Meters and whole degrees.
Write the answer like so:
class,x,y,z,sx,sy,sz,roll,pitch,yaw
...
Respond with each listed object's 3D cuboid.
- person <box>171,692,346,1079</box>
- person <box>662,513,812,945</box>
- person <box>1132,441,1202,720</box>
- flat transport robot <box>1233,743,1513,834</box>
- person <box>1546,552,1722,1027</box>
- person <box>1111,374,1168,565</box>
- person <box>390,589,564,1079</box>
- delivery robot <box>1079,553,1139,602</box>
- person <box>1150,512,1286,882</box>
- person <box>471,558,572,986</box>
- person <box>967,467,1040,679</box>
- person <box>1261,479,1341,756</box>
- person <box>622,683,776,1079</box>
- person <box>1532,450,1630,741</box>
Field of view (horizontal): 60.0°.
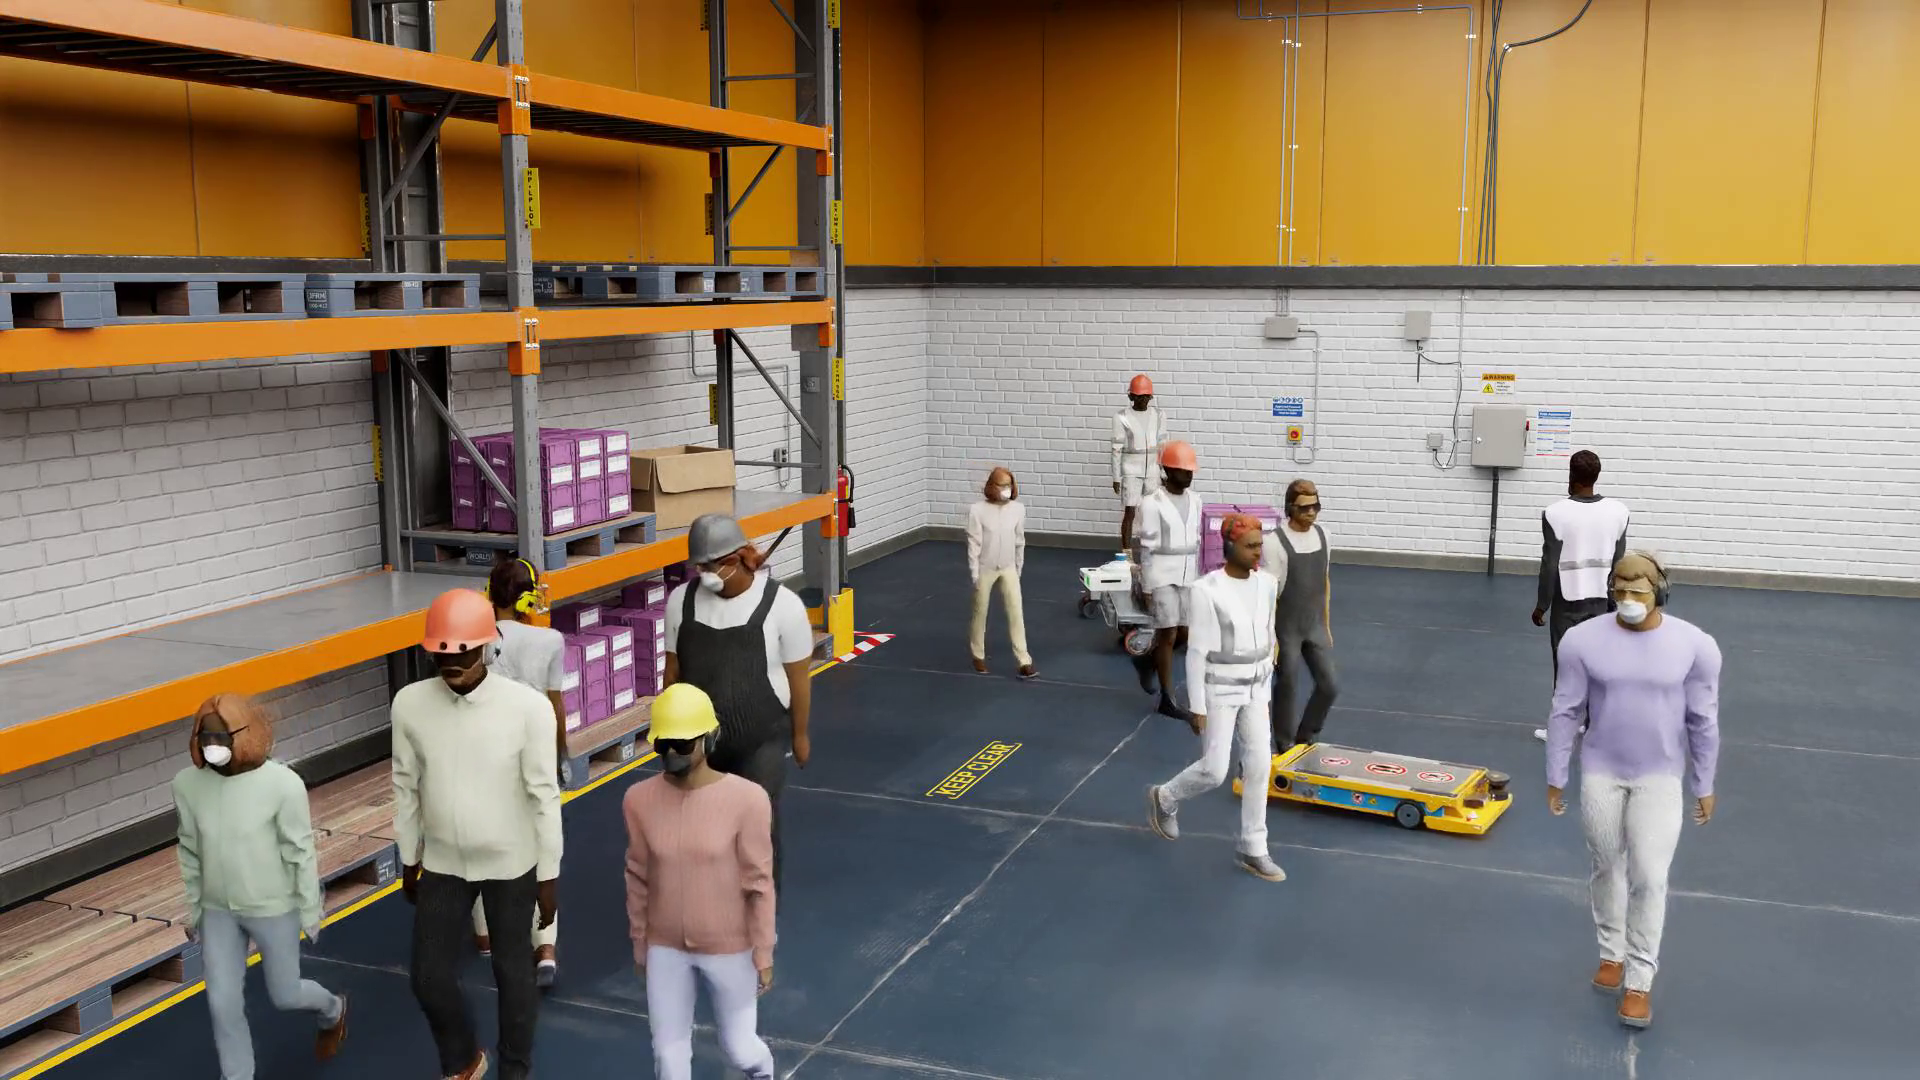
class,x,y,z,sx,sy,sz,roll,pitch,yaw
person,-2.500,1.292,5.968,0.511,1.608,0.684,1,9,7
person,-1.006,0.804,7.667,0.689,2.000,0.860,2,9,14
person,1.418,0.255,11.528,0.549,1.922,0.625,-6,11,-35
flat transport robot,2.355,1.391,9.520,1.431,0.197,0.652,6,11,32
person,2.720,1.006,6.813,0.657,1.906,0.799,5,10,29
person,1.854,-0.687,17.088,0.613,2.029,0.408,-3,10,-20
person,-1.688,1.131,5.814,0.639,1.974,0.462,1,9,3
delivery robot,1.426,0.363,14.794,0.707,0.478,0.477,-1,9,-7
person,1.331,0.769,8.490,0.583,1.863,0.758,-6,11,-35
person,-1.940,0.993,7.193,0.540,1.828,0.852,-3,9,-15
person,0.299,0.263,12.467,0.520,1.597,0.825,-4,10,-22
person,2.035,0.546,9.920,0.551,1.835,0.434,-4,10,-26
person,-0.831,1.295,5.482,0.526,1.748,0.649,2,9,10
person,3.992,0.380,10.714,0.587,1.920,0.392,-2,9,-10
